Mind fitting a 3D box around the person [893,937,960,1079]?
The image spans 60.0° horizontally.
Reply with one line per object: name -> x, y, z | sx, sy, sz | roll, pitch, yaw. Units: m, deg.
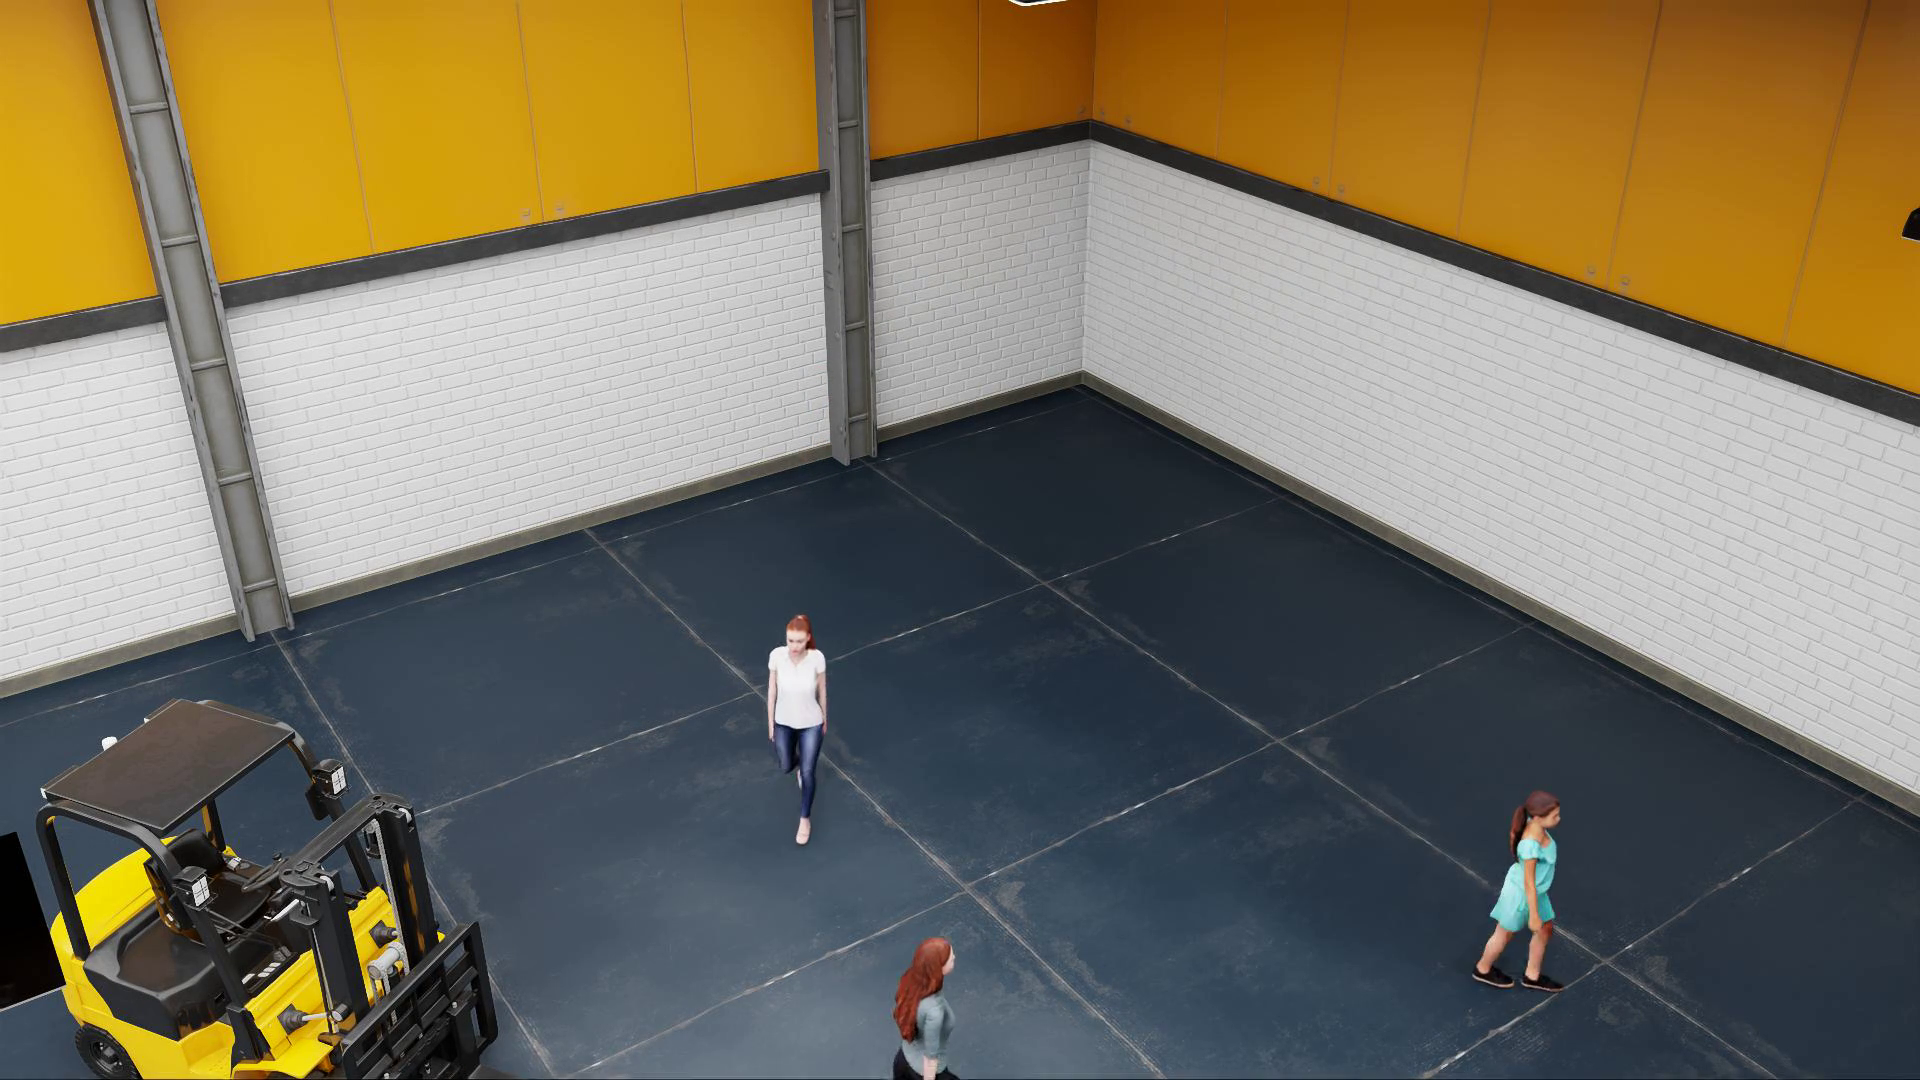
person -> -0.269, 2.856, 8.865 | 1.208, 1.688, 0.740 | -12, 31, -21

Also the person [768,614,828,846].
person -> -1.129, 1.259, 11.755 | 0.968, 1.725, 0.989 | 2, 29, 4

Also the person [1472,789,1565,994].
person -> 3.406, 2.169, 10.282 | 0.818, 1.539, 0.815 | 13, 31, 22
